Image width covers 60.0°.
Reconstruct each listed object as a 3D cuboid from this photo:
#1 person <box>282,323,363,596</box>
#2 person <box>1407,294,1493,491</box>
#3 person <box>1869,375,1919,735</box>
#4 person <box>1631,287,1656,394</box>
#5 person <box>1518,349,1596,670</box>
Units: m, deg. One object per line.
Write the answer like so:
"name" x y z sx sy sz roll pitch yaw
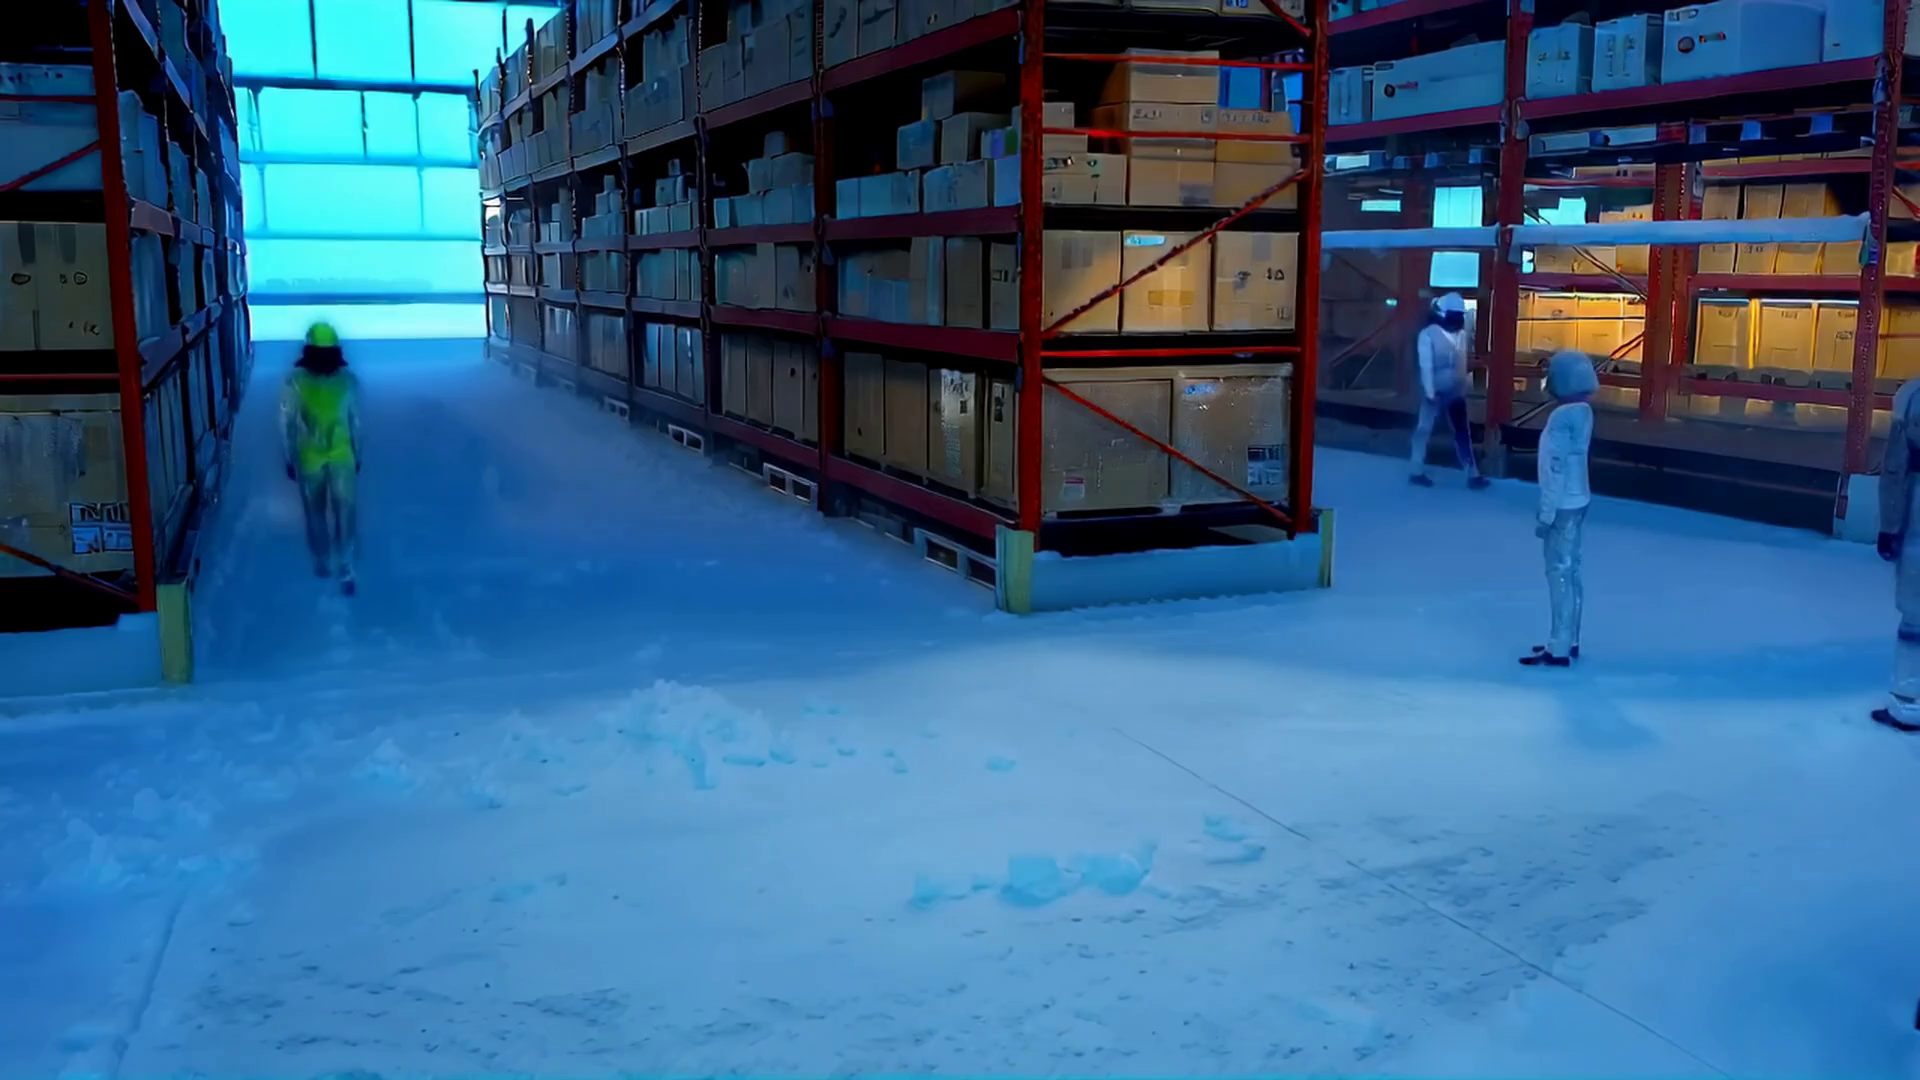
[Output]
"person" -4.040 -0.529 10.584 0.486 1.703 0.908 -4 10 -23
"person" 4.436 -1.327 15.085 0.594 1.786 0.913 -4 10 -23
"person" 4.349 -0.082 7.297 0.646 1.899 0.396 1 10 5
"person" 10.859 -3.173 26.208 0.529 1.765 0.327 -2 10 -14
"person" 3.070 -0.156 8.514 0.277 1.636 0.503 6 11 33
